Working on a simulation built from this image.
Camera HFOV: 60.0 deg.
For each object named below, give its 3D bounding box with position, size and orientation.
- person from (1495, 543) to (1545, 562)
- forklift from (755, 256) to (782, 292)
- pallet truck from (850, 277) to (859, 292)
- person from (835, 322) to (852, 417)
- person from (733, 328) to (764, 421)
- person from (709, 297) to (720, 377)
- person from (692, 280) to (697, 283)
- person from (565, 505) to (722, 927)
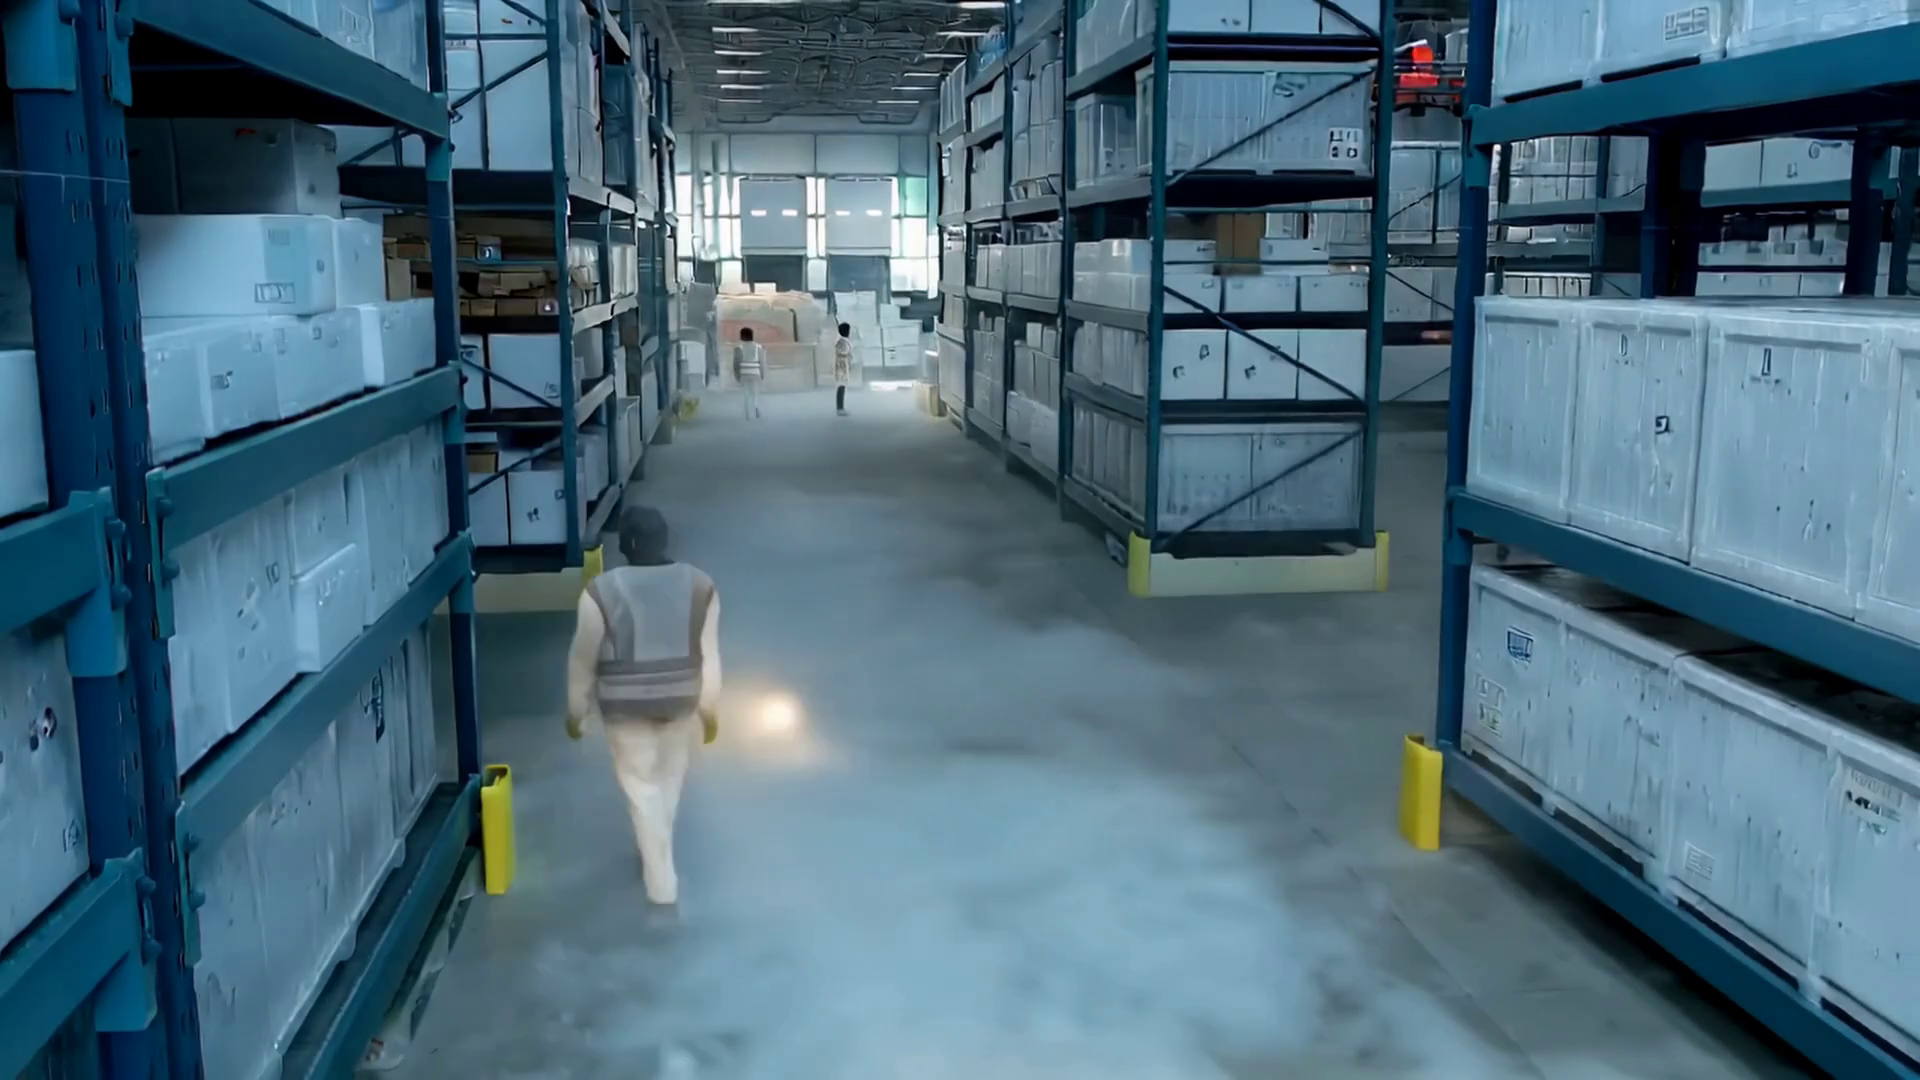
[{"bbox_3d":[4.008,0.051,11.463,0.983,1.794,0.616,-4,11,-22],"label":"person"},{"bbox_3d":[-6.827,-8.743,59.466,1.129,2.768,1.873,4,10,21],"label":"forklift"},{"bbox_3d":[-3.782,-9.391,65.808,1.885,1.965,0.823,2,10,10],"label":"pallet truck"},{"bbox_3d":[-2.092,-3.061,29.828,0.316,1.696,0.542,-1,10,-7],"label":"person"},{"bbox_3d":[-3.690,-2.885,29.010,0.538,1.620,0.390,-4,10,-21],"label":"person"},{"bbox_3d":[-5.738,-4.819,39.401,0.406,1.923,0.582,-3,10,-19],"label":"person"},{"bbox_3d":[-10.002,-8.853,62.877,0.593,1.925,0.384,-1,10,-6],"label":"person"},{"bbox_3d":[-1.431,0.733,7.414,0.646,1.796,0.920,-6,11,-30],"label":"person"}]
